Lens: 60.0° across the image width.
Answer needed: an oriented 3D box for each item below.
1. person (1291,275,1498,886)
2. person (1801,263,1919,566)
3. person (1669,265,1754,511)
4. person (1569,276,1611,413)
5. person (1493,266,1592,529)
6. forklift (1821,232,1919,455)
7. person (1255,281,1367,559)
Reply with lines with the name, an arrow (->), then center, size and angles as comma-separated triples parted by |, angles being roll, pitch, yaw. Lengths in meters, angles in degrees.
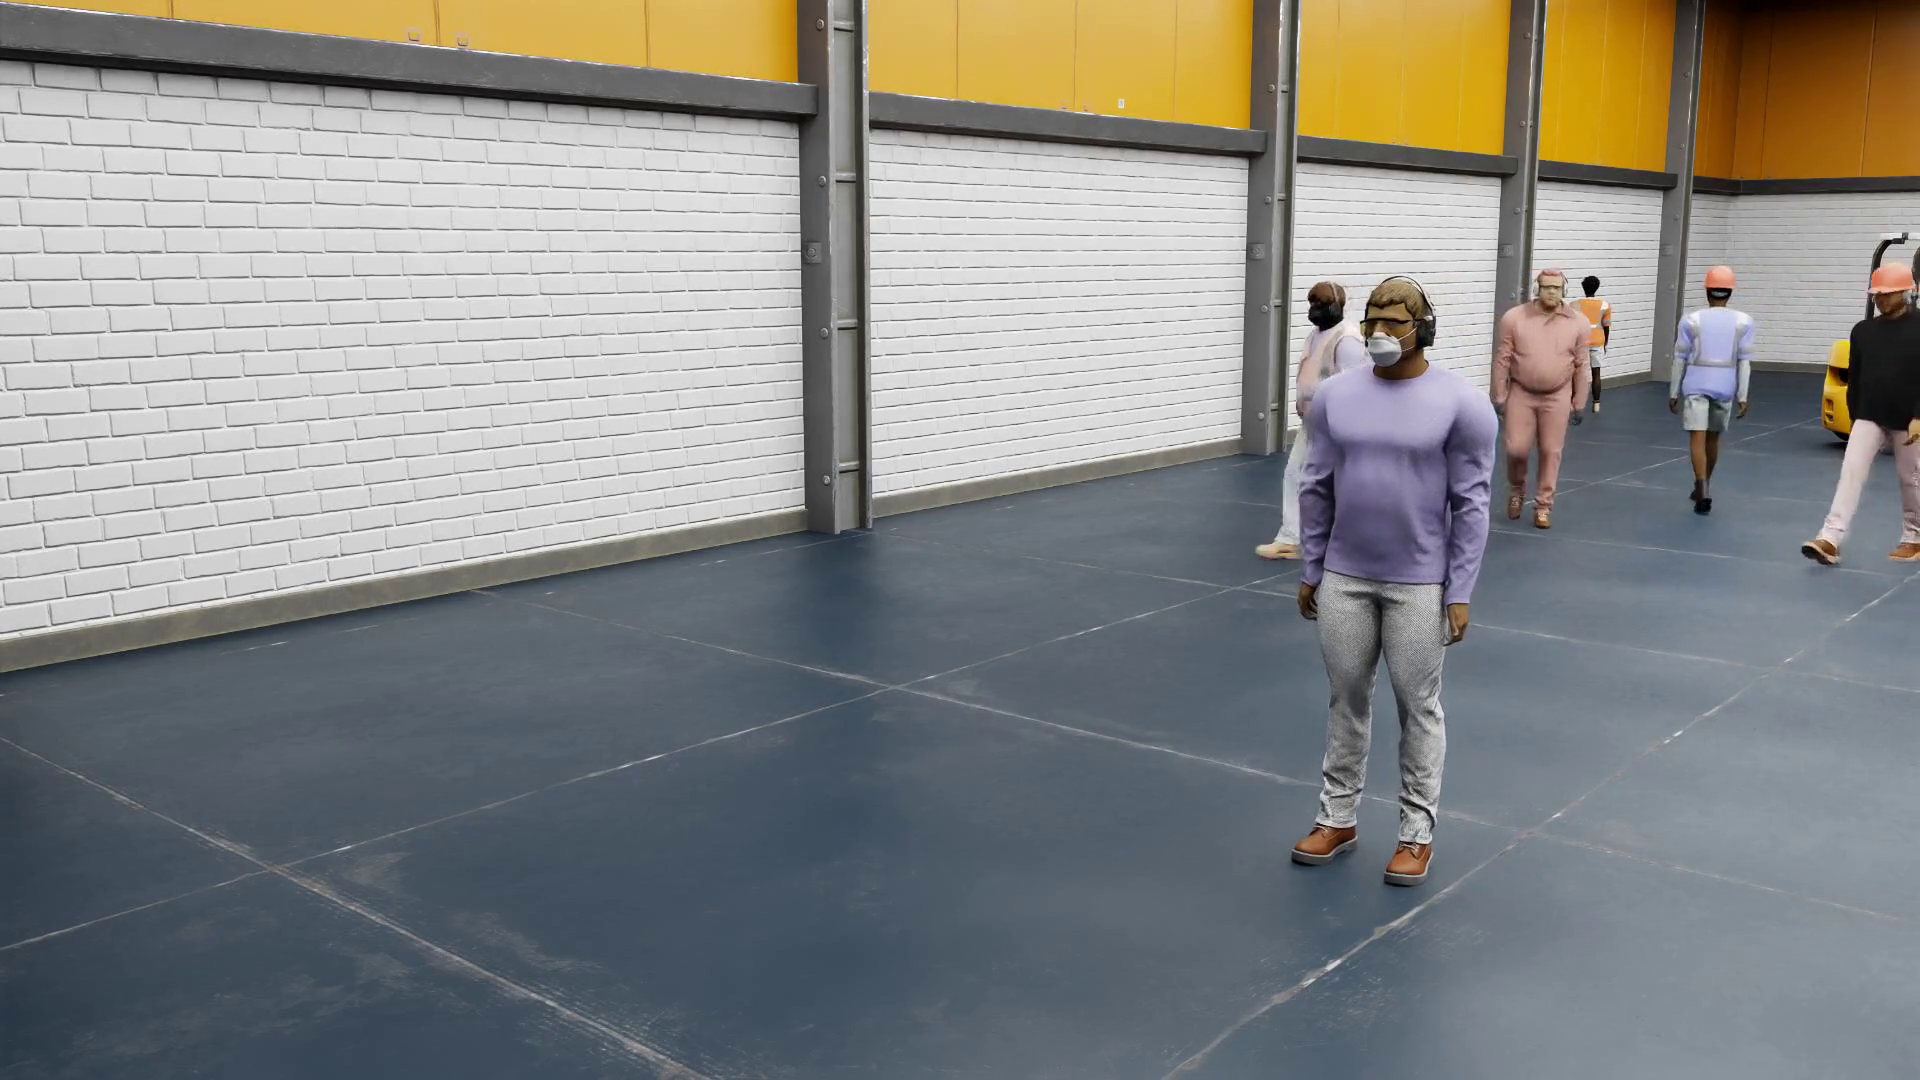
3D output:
person -> 1.374, 0.130, 5.353 | 0.632, 1.940, 0.372 | 7, 12, 36
person -> 5.874, -0.783, 10.568 | 1.079, 1.924, 0.635 | -7, 12, -35
person -> 5.849, -1.183, 12.956 | 0.553, 1.901, 0.949 | 3, 10, 15
person -> 7.746, -2.411, 20.535 | 0.530, 1.691, 0.321 | 2, 10, 13
person -> 4.216, -1.027, 12.063 | 0.672, 1.892, 0.419 | 3, 10, 15
forklift -> 9.955, -1.972, 16.595 | 2.313, 2.155, 1.214 | 1, 10, 8
person -> 2.267, -0.732, 10.642 | 0.806, 1.808, 0.642 | -2, 10, -12
